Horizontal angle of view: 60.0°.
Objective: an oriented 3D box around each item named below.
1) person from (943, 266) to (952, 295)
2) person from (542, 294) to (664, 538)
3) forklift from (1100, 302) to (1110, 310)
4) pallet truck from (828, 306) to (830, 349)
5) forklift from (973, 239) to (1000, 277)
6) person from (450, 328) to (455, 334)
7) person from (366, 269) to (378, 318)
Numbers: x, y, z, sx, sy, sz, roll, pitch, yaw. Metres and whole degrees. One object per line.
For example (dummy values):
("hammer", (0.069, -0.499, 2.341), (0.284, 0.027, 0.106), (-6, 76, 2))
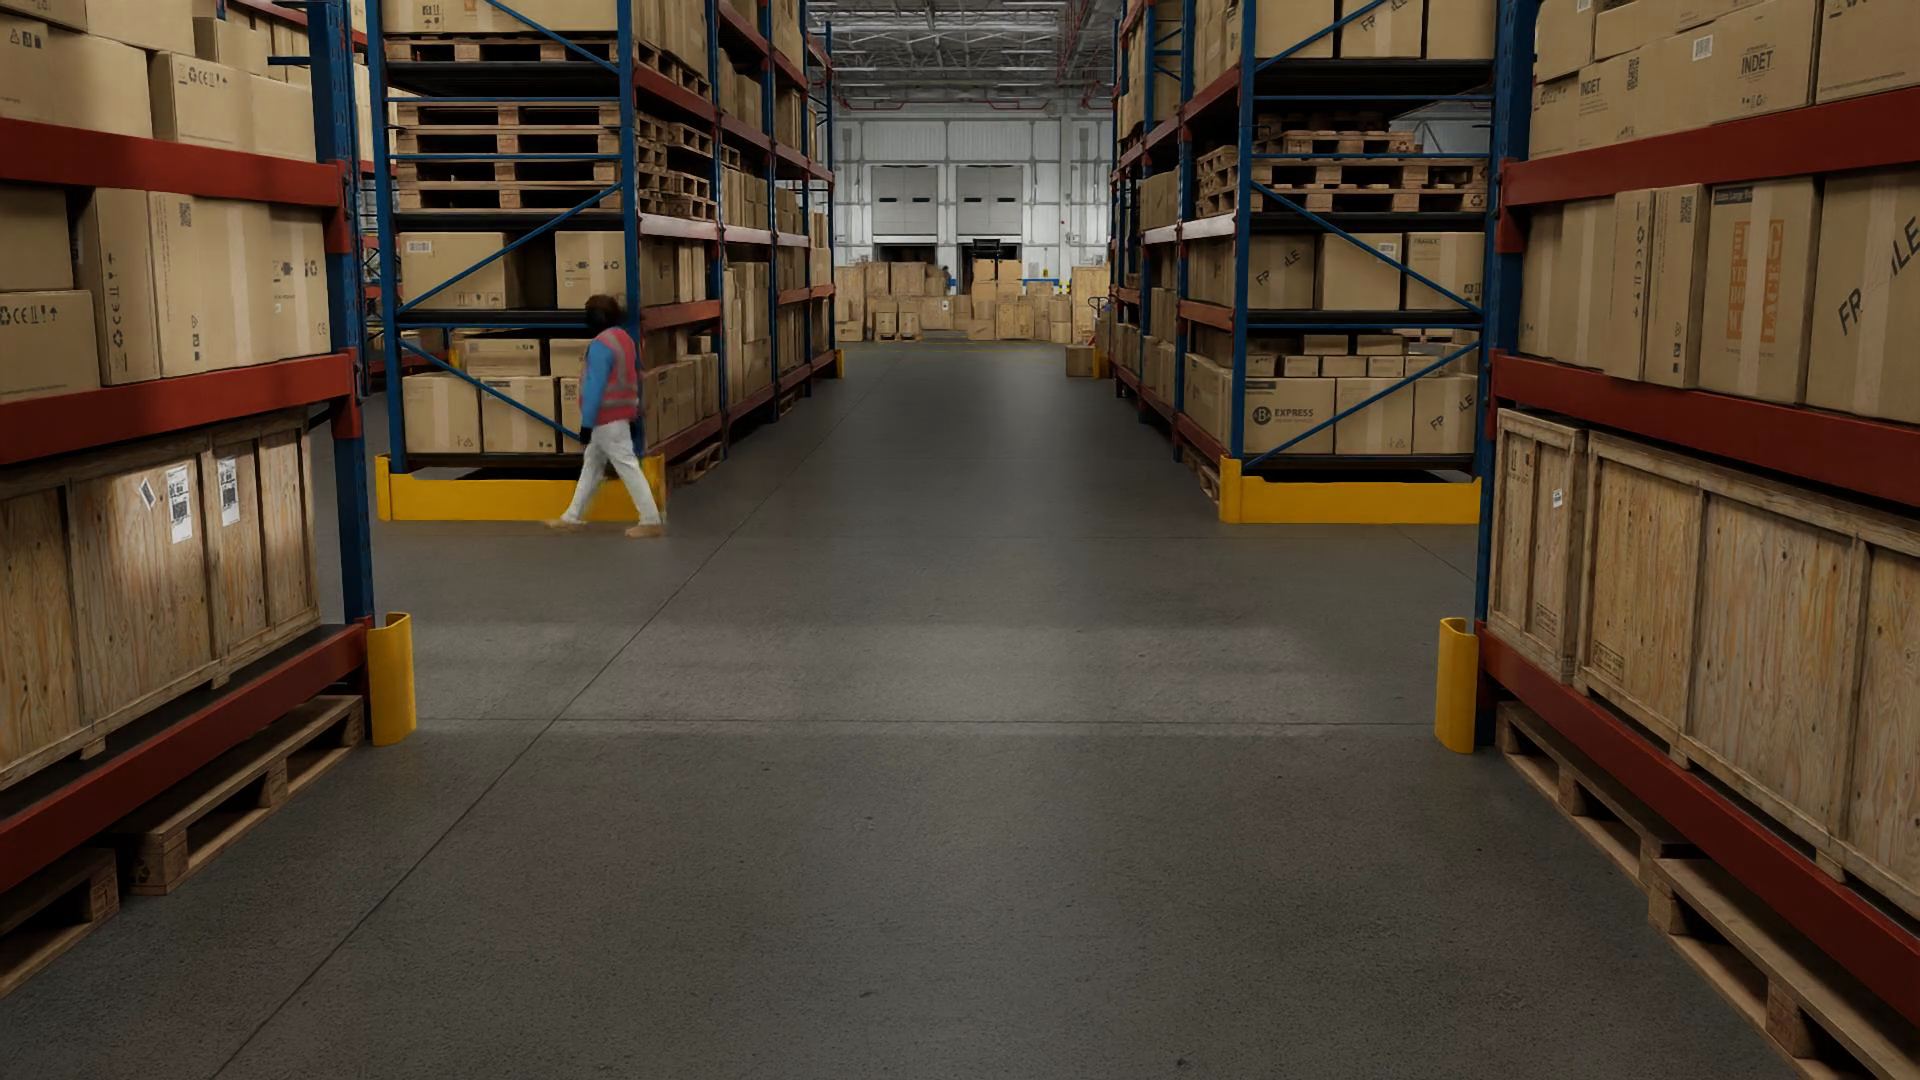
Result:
("person", (-0.519, -9.453, 63.141), (0.659, 1.887, 1.015), (-7, 12, -36))
("person", (-2.616, -0.894, 12.184), (0.949, 1.792, 0.644), (1, 9, 3))
("forklift", (4.178, -5.783, 38.202), (1.873, 2.768, 1.129), (0, 9, 1))
("pallet truck", (-3.100, -3.940, 29.800), (1.885, 1.965, 0.823), (3, 10, 19))
("forklift", (0.910, -8.900, 56.875), (1.129, 2.768, 1.873), (0, 9, 1))
("person", (-13.148, -6.103, 42.924), (0.508, 1.942, 0.627), (9, 13, 43))
("person", (-21.638, -9.066, 61.106), (0.411, 1.815, 0.613), (-1, 10, -7))
